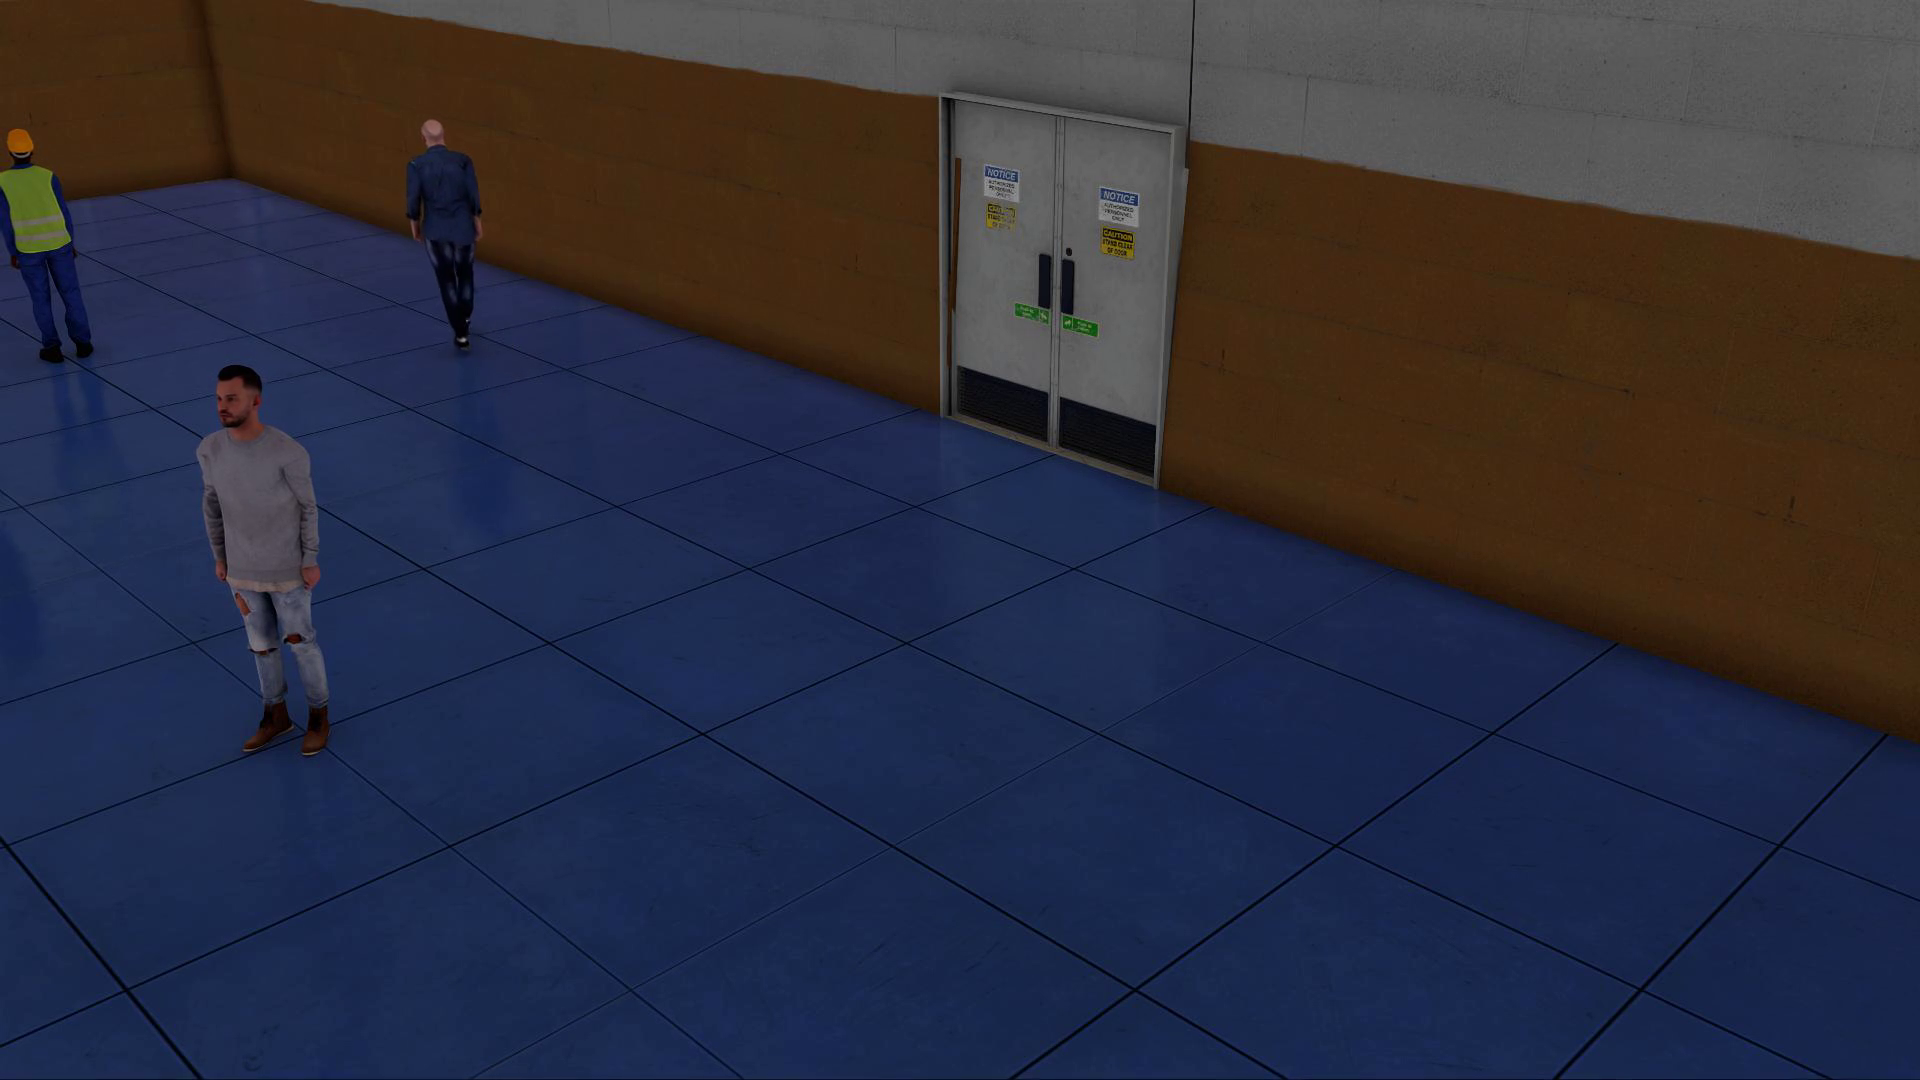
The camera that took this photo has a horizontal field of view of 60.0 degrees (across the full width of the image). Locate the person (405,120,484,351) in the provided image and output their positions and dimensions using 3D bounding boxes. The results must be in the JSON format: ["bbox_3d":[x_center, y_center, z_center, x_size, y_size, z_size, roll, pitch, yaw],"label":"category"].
[{"bbox_3d":[-4.054,-2.396,13.271,1.153,1.789,1.023,-11,26,-24],"label":"person"}]

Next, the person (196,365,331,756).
[{"bbox_3d":[-3.137,0.088,7.530,0.764,1.840,0.793,3,24,6],"label":"person"}]

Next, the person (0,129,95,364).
[{"bbox_3d":[-7.195,-2.304,13.031,0.556,1.813,0.745,-17,29,-34],"label":"person"}]
